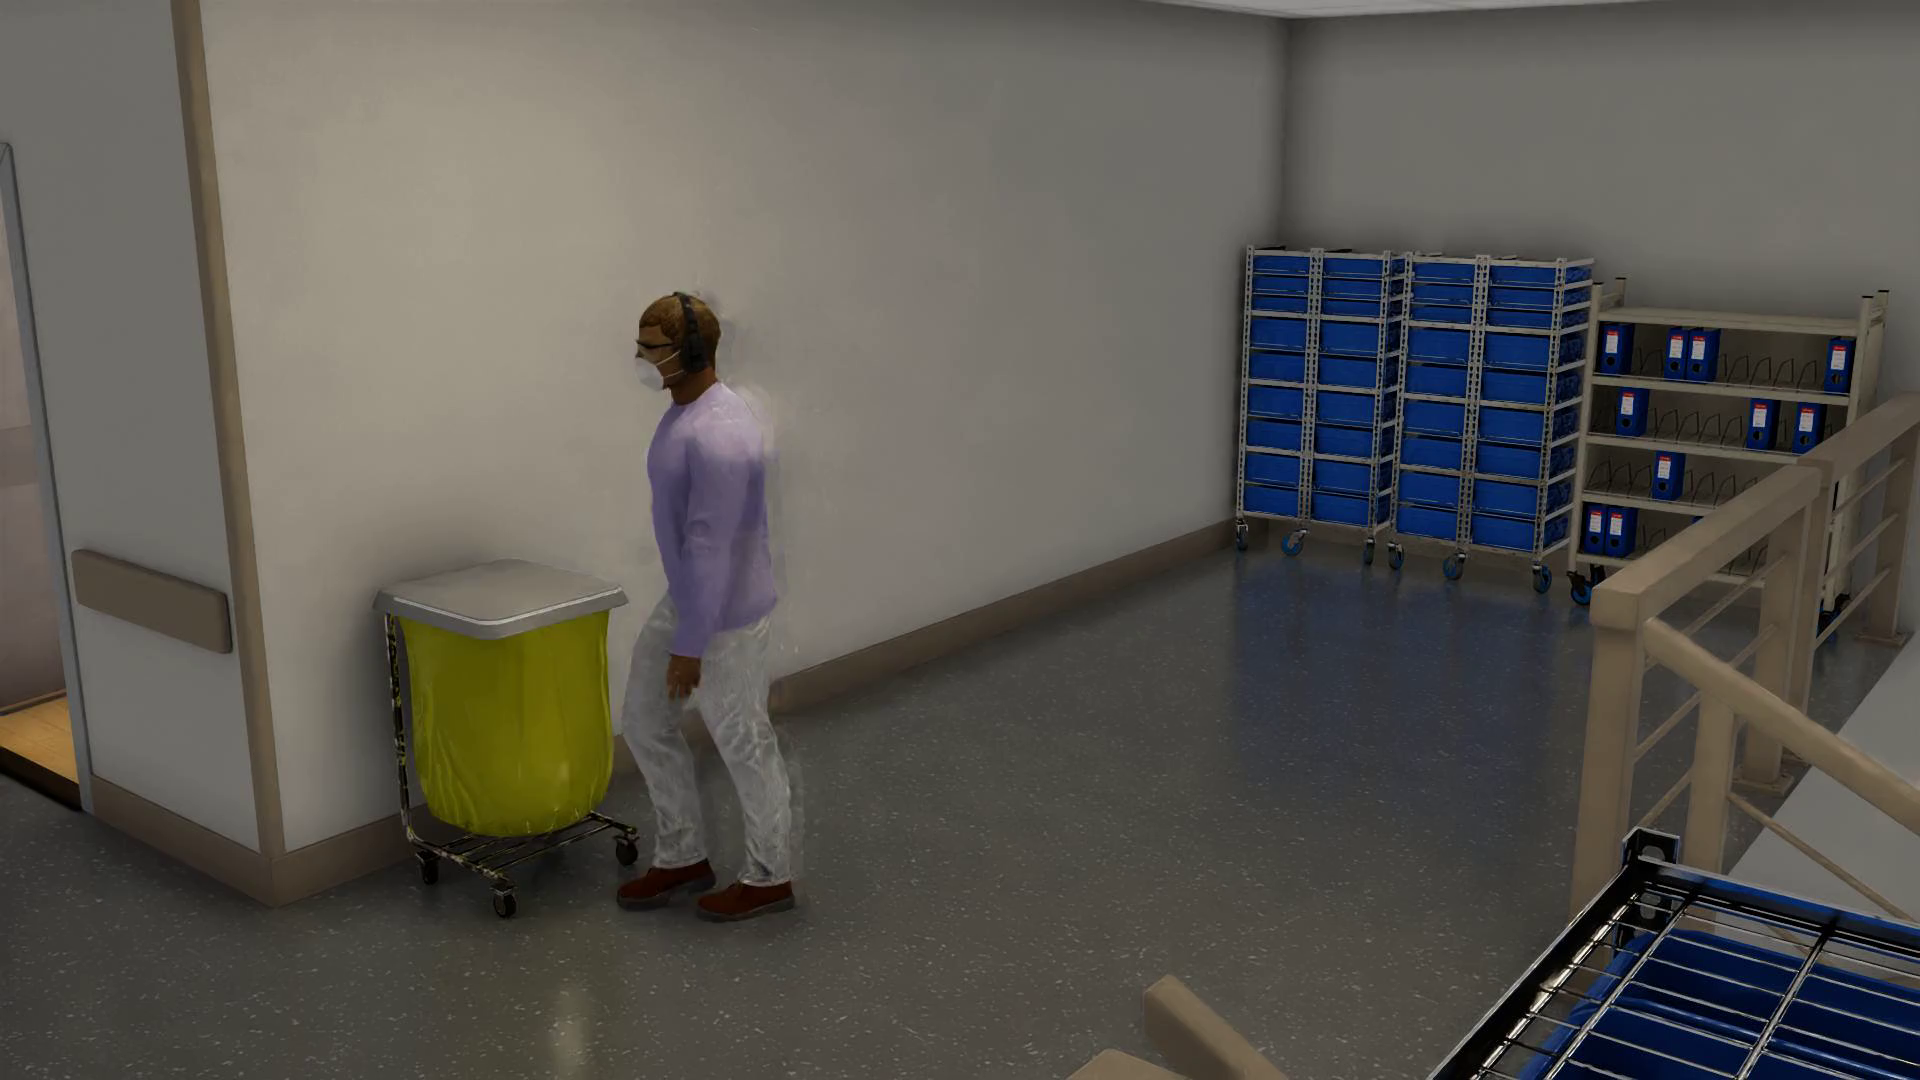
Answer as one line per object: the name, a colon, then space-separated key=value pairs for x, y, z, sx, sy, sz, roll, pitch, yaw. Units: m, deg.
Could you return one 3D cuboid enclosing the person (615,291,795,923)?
person: x=-0.806 y=0.239 z=4.888 sx=0.683 sy=1.915 sz=0.627 roll=-6 pitch=15 yaw=-24
